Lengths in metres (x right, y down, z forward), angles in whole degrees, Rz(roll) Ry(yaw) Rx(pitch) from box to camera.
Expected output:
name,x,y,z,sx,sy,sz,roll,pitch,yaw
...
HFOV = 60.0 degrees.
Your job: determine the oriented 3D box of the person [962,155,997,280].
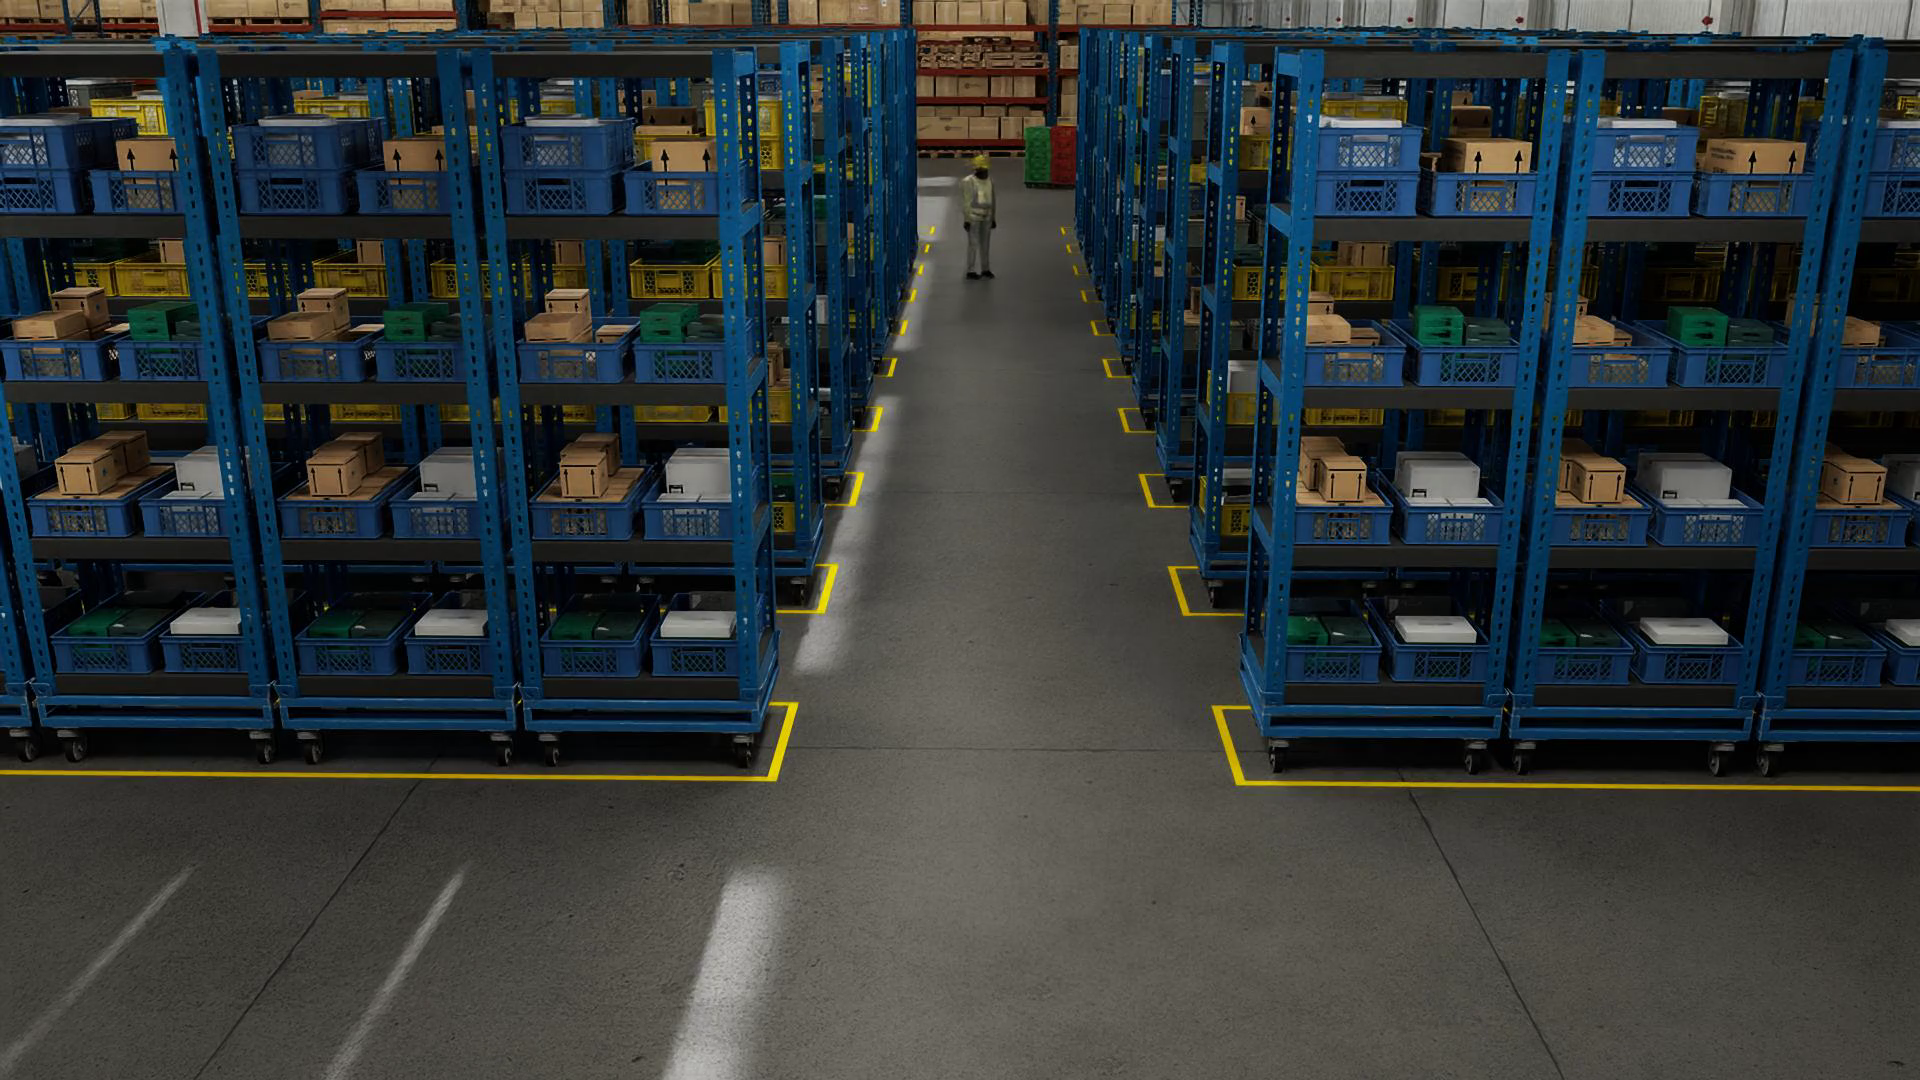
name,x,y,z,sx,sy,sz,roll,pitch,yaw
person,0.296,-4.768,24.590,0.614,1.824,0.404,-13,22,-36
